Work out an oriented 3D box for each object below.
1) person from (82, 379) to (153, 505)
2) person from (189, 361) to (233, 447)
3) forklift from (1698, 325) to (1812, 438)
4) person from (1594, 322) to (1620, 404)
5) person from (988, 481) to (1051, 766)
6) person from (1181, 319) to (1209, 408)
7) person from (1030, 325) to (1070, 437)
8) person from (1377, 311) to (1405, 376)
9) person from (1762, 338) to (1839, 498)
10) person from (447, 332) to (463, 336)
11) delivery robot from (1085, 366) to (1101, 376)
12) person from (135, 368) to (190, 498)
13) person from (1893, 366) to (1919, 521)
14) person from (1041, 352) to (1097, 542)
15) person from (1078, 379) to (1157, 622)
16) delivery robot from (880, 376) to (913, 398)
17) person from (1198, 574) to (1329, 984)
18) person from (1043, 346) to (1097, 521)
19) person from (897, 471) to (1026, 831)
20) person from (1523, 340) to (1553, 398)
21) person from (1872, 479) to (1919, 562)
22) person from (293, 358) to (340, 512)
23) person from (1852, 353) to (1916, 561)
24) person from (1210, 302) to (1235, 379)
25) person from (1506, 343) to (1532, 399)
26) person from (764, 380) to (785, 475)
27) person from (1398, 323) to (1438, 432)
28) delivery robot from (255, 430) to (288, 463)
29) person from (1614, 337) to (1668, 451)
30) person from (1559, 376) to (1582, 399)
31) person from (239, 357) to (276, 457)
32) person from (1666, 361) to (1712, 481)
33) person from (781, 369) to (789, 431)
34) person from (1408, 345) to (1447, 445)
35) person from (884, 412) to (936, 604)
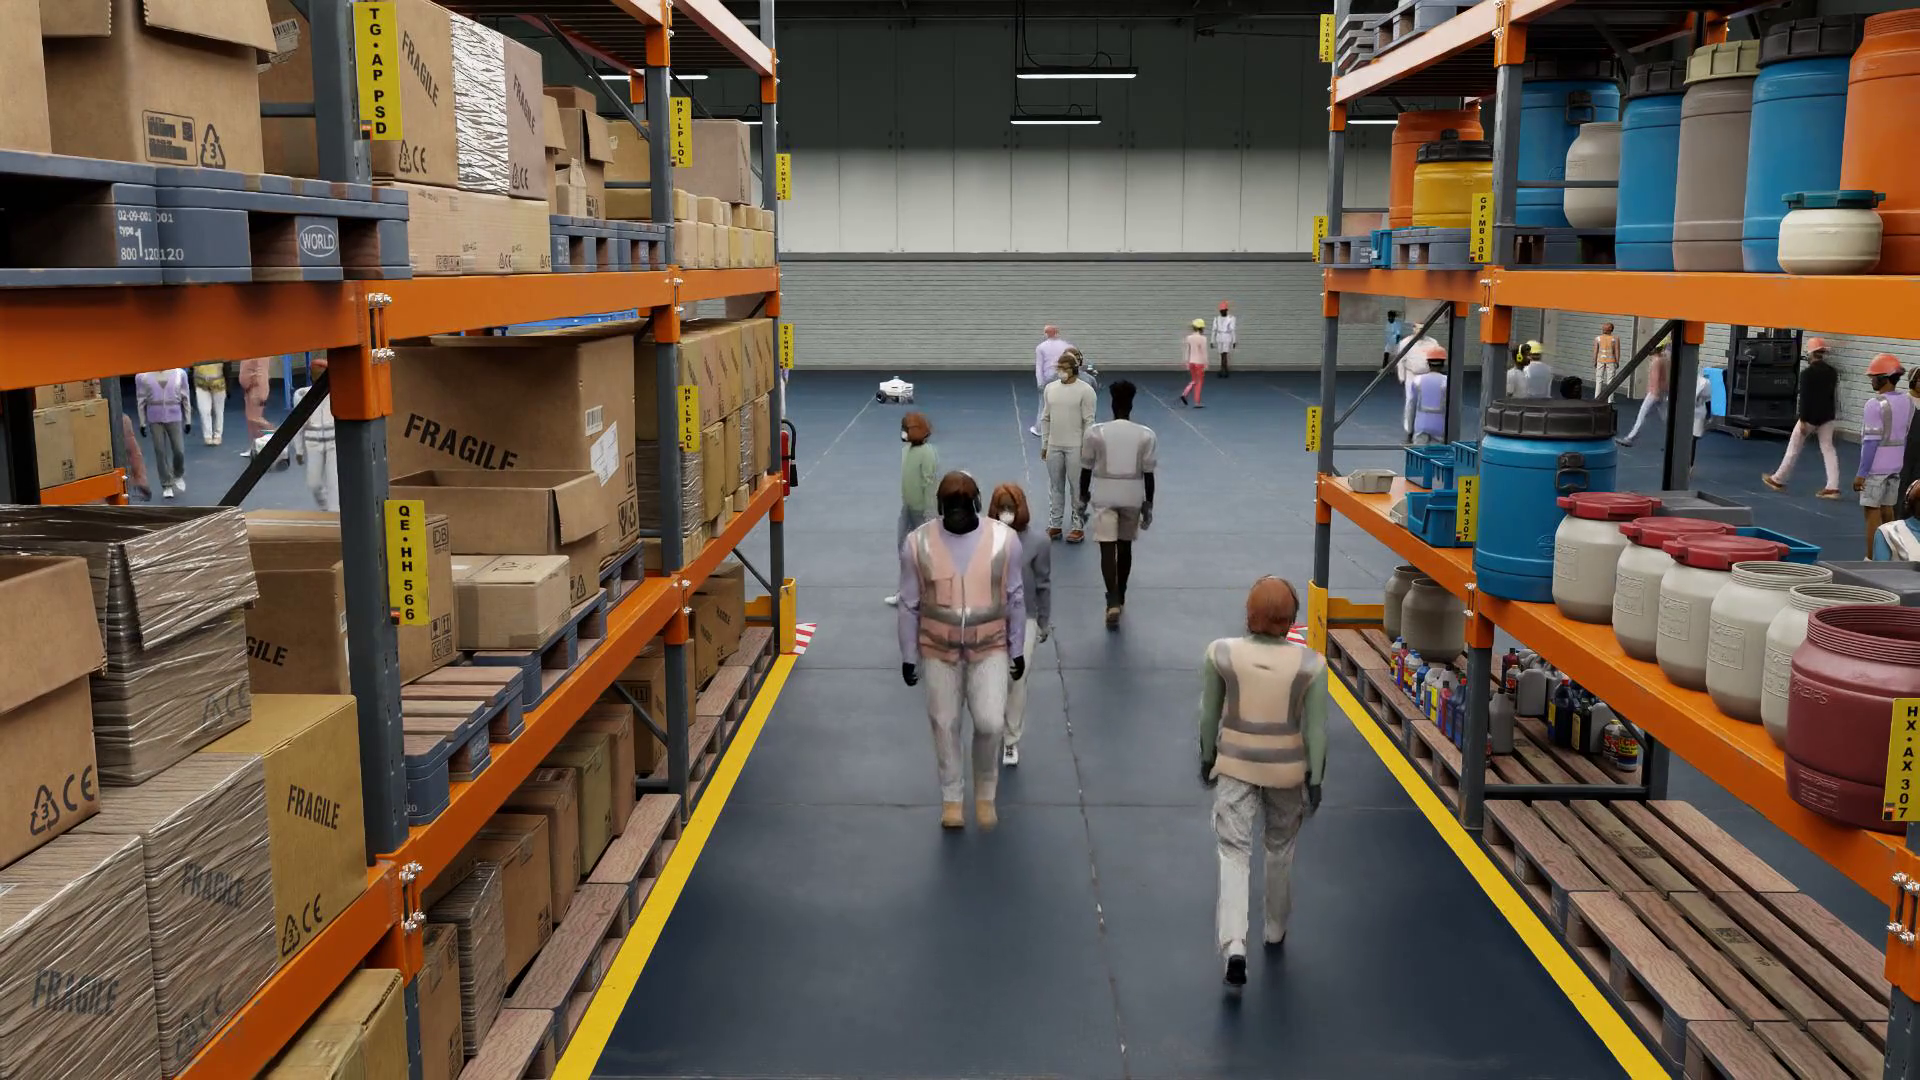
[{"bbox_3d":[-7.305,-0.457,14.288,0.944,1.861,0.667,6,11,32],"label":"person"},{"bbox_3d":[-11.642,-2.344,25.873,0.636,1.777,0.889,-3,10,-17],"label":"person"},{"bbox_3d":[13.248,-3.165,27.620,1.129,2.768,1.873,0,9,1],"label":"forklift"},{"bbox_3d":[13.083,-3.575,33.657,0.510,1.640,0.308,6,11,33],"label":"person"},{"bbox_3d":[0.281,0.444,9.675,0.504,1.609,0.664,1,10,8],"label":"person"},{"bbox_3d":[4.656,-3.474,32.716,0.431,1.754,0.531,-5,11,-30],"label":"person"},{"bbox_3d":[1.554,-2.562,27.058,0.701,1.833,1.066,-3,10,-19],"label":"person"},{"bbox_3d":[10.863,-4.920,41.667,0.897,1.645,0.565,-5,11,-30],"label":"person"},{"bbox_3d":[10.420,-1.504,20.365,0.602,1.926,1.066,-3,10,-17],"label":"person"},{"bbox_3d":[-13.241,-5.430,43.697,0.536,2.000,0.688,8,12,38],"label":"person"},{"bbox_3d":[2.916,-3.799,37.312,0.335,0.223,0.698,6,11,33],"label":"delivery robot"},{"bbox_3d":[-9.674,-1.472,20.232,0.596,1.913,0.410,-5,11,-29],"label":"person"},{"bbox_3d":[9.419,-0.809,16.503,0.505,1.840,0.329,-5,11,-28],"label":"person"},{"bbox_3d":[1.094,-0.954,17.064,0.632,1.940,0.372,7,12,35],"label":"person"},{"bbox_3d":[1.274,-0.325,13.347,0.600,1.930,0.975,-1,10,-6],"label":"person"},{"bbox_3d":[-1.295,-3.088,33.830,0.707,0.478,0.477,9,13,42],"label":"delivery robot"},{"bbox_3d":[1.210,0.944,6.683,0.517,1.610,0.764,2,10,10],"label":"person"},{"bbox_3d":[1.213,-1.163,18.315,0.635,1.937,0.355,-3,10,-18],"label":"person"},{"bbox_3d":[0.007,0.565,8.317,0.652,1.817,0.547,0,9,1],"label":"person"},{"bbox_3d":[7.673,-1.770,22.312,0.607,1.818,0.611,-4,10,-23],"label":"person"},{"bbox_3d":[5.450,0.455,9.517,0.512,1.641,0.309,1,10,4],"label":"person"},{"bbox_3d":[-6.652,-0.975,17.416,0.577,1.869,0.579,-3,10,-15],"label":"person"},{"bbox_3d":[8.242,-0.650,14.928,0.608,2.045,0.369,-6,11,-32],"label":"person"},{"bbox_3d":[6.473,-4.917,40.980,0.569,1.880,1.016,5,11,30],"label":"person"},{"bbox_3d":[6.922,-1.531,20.790,0.581,1.854,0.515,5,11,29],"label":"person"},{"bbox_3d":[-2.584,-1.647,22.244,0.498,1.595,0.819,-3,10,-15],"label":"person"},{"bbox_3d":[7.700,-2.734,27.891,0.654,1.891,0.460,0,9,-1],"label":"person"},{"bbox_3d":[-9.528,-1.281,23.006,0.477,0.478,0.707,-5,11,-29],"label":"delivery robot"},{"bbox_3d":[10.569,-2.232,25.388,0.920,1.718,0.527,8,12,39],"label":"person"},{"bbox_3d":[6.221,-0.835,17.072,0.320,1.698,0.531,8,13,41],"label":"person"},{"bbox_3d":[-10.358,-2.166,24.489,0.479,1.886,0.680,-8,12,-40],"label":"person"},{"bbox_3d":[9.616,-1.624,21.937,0.544,1.656,0.837,6,11,32],"label":"person"},{"bbox_3d":[-3.158,-2.724,27.666,0.630,1.938,0.366,-1,10,-9],"label":"person"},{"bbox_3d":[5.421,-1.281,19.173,0.564,1.907,0.854,5,11,28],"label":"person"},{"bbox_3d":[-0.314,-0.278,13.985,0.629,1.610,0.509,-6,11,-31],"label":"person"}]
